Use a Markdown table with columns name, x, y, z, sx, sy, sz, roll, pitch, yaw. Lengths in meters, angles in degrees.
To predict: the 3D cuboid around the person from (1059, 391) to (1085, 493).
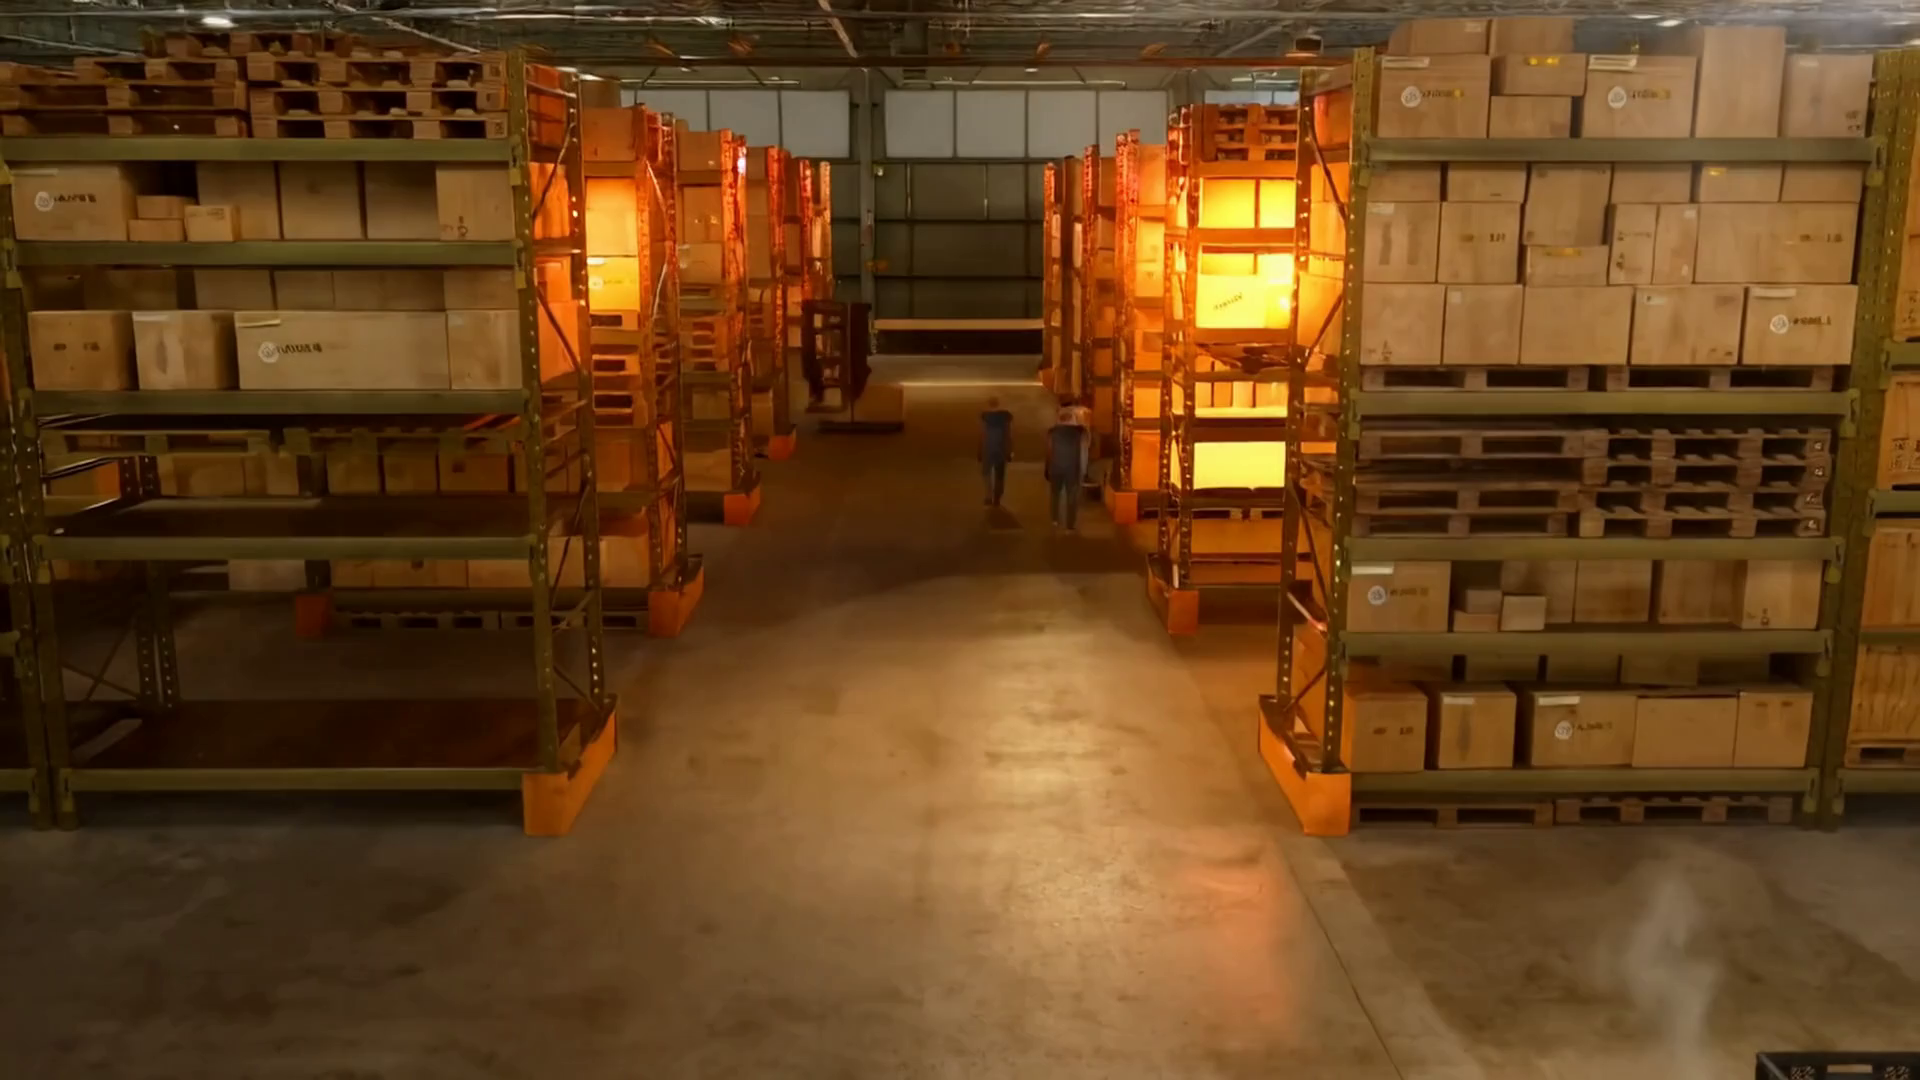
| name | x | y | z | sx | sy | sz | roll | pitch | yaw |
| --- | --- | --- | --- | --- | --- | --- | --- | --- | --- |
| person | 1.906 | -1.697 | 28.830 | 0.621 | 1.788 | 0.620 | -3 | 12 | -15 |

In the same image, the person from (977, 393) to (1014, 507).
| name | x | y | z | sx | sy | sz | roll | pitch | yaw |
| --- | --- | --- | --- | --- | --- | --- | --- | --- | --- |
| person | 0.583 | -1.486 | 27.537 | 0.660 | 1.895 | 0.416 | -2 | 12 | -10 |

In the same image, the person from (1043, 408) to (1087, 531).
| name | x | y | z | sx | sy | sz | roll | pitch | yaw |
| --- | --- | --- | --- | --- | --- | --- | --- | --- | --- |
| person | 1.614 | -1.105 | 25.701 | 0.713 | 1.868 | 0.875 | -1 | 11 | -6 |

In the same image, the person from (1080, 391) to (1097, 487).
| name | x | y | z | sx | sy | sz | roll | pitch | yaw |
| --- | --- | --- | --- | --- | --- | --- | --- | --- | --- |
| person | 2.264 | -1.792 | 29.526 | 0.318 | 1.698 | 0.534 | -2 | 12 | -8 |

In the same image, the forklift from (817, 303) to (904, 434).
| name | x | y | z | sx | sy | sz | roll | pitch | yaw |
| --- | --- | --- | --- | --- | --- | --- | --- | --- | --- |
| forklift | -2.179 | -3.763 | 36.351 | 1.873 | 2.768 | 1.129 | 0 | 11 | -1 |
